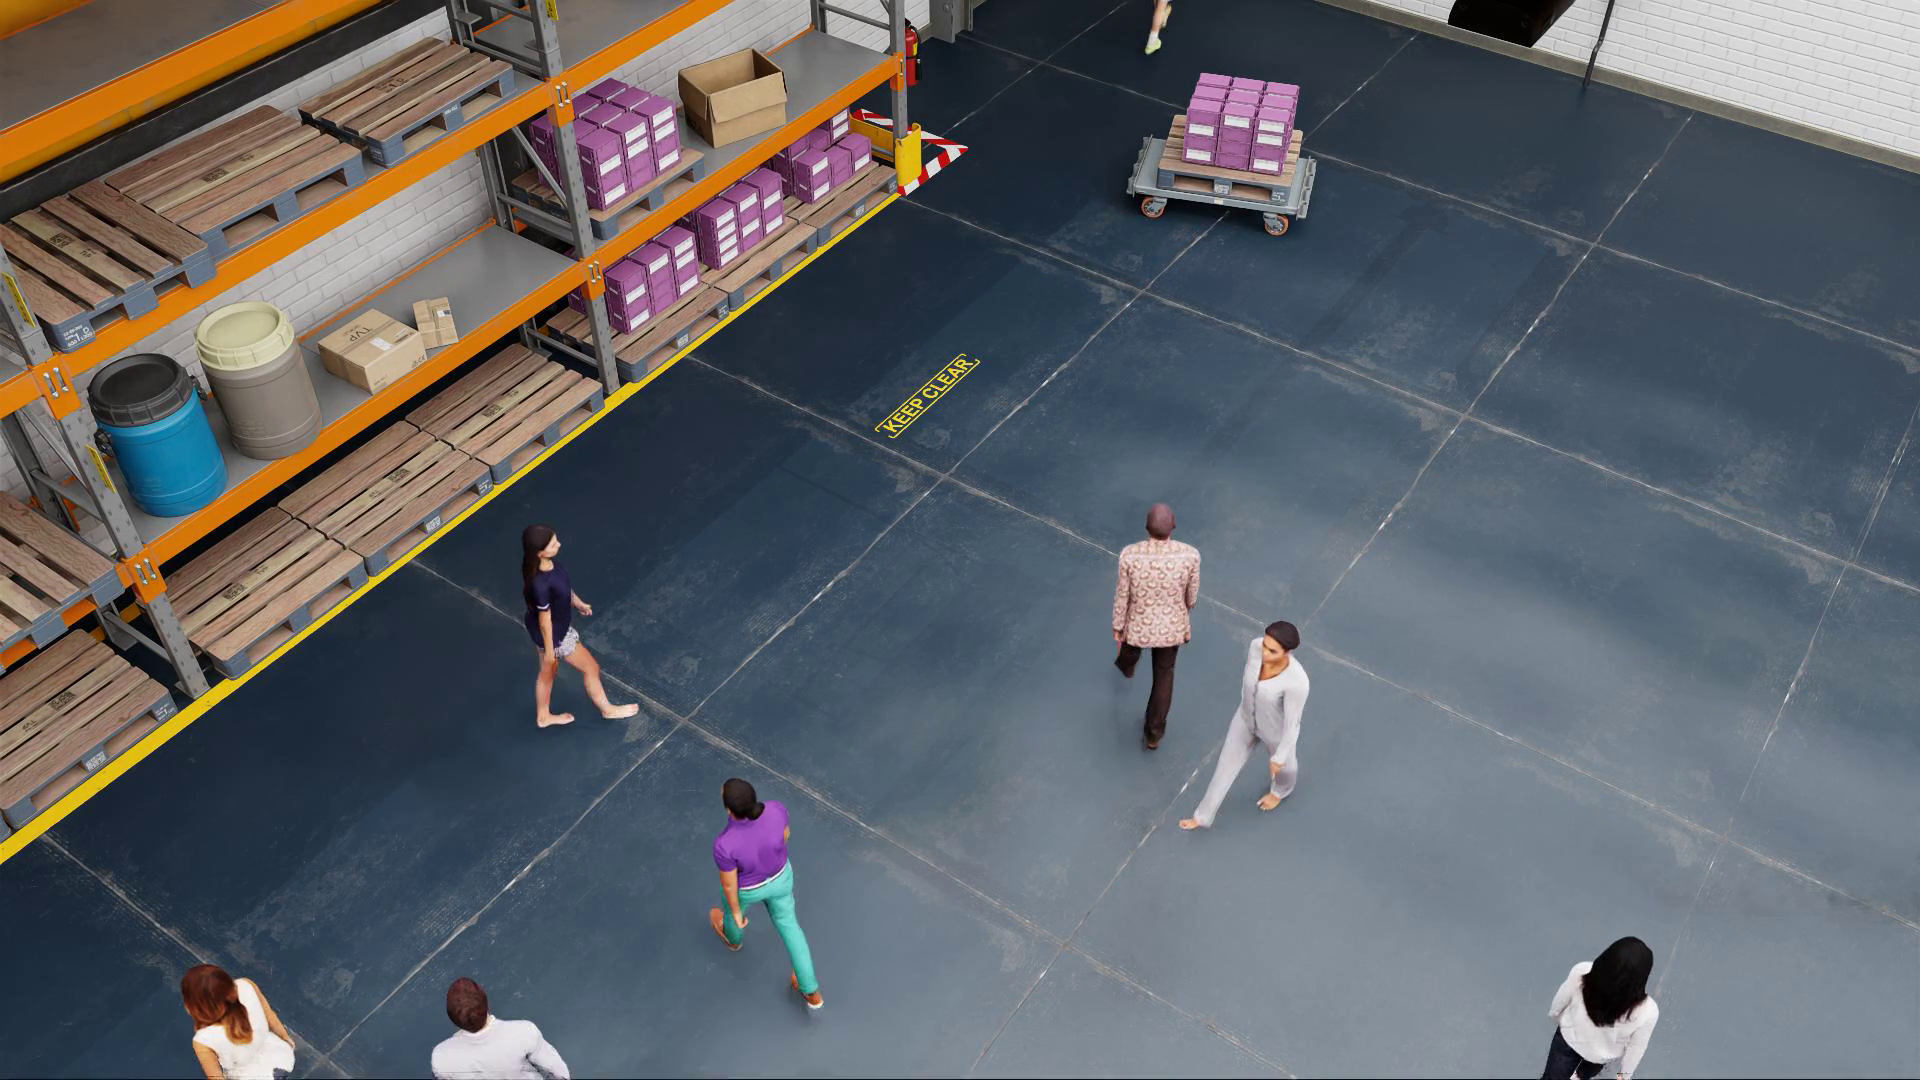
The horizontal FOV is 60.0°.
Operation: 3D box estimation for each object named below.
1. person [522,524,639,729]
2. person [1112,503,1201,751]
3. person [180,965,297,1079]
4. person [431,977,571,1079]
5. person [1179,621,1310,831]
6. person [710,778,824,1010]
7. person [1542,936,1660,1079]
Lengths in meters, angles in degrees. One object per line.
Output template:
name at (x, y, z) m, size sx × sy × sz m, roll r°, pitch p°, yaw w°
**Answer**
person at (-2.652, 0.587, 10.453) m, size 0.981 × 1.737 × 0.864 m, roll -14°, pitch 45°, yaw -14°
person at (1.230, 0.587, 10.434) m, size 1.057 × 1.764 × 1.244 m, roll 3°, pitch 44°, yaw 3°
person at (-3.376, 2.673, 8.248) m, size 0.879 × 1.757 × 1.090 m, roll 11°, pitch 45°, yaw 12°
person at (-2.178, 2.823, 8.067) m, size 1.275 × 1.790 × 1.283 m, roll -9°, pitch 44°, yaw -9°
person at (1.906, 1.071, 9.979) m, size 1.178 × 1.691 × 0.888 m, roll -28°, pitch 50°, yaw -26°
person at (-1.038, 1.911, 9.066) m, size 1.181 × 1.734 × 0.979 m, roll -26°, pitch 49°, yaw -25°
person at (3.137, 2.599, 8.402) m, size 0.632 × 1.654 × 1.101 m, roll 25°, pitch 49°, yaw 24°
